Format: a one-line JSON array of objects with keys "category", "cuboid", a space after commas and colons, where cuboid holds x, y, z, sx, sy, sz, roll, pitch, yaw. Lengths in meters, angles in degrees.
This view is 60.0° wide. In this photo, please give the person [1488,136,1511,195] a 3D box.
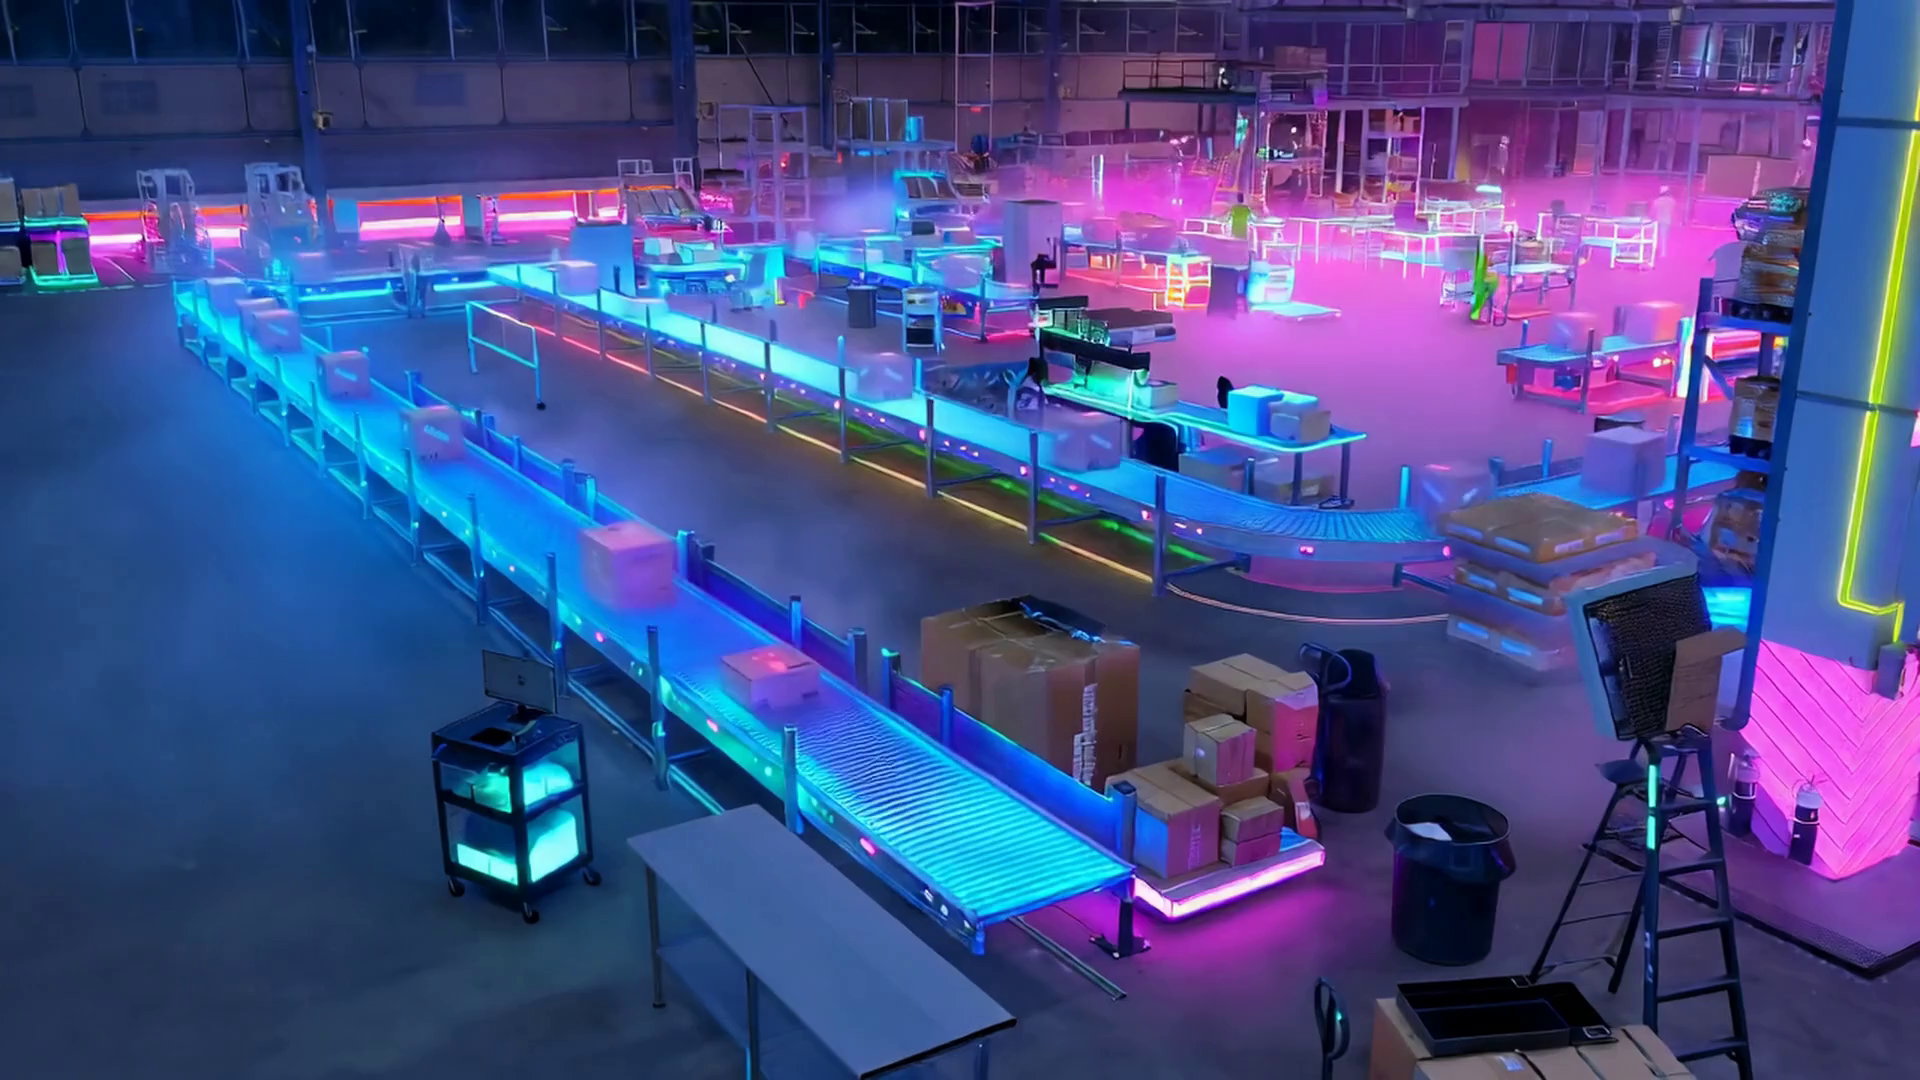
[{"category": "person", "cuboid": [18.054, -12.523, 55.534, 0.542, 1.920, 0.782, -15, 22, -41]}]

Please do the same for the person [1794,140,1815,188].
[{"category": "person", "cuboid": [26.235, -11.366, 51.529, 0.970, 1.997, 0.632, 3, 17, 10]}]

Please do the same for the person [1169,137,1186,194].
[{"category": "person", "cuboid": [7.262, -12.455, 55.383, 0.620, 1.867, 0.416, 8, 19, 26]}]

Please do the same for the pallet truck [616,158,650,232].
[{"category": "pallet truck", "cuboid": [-8.918, -9.176, 44.255, 0.823, 1.965, 1.885, -9, 19, -27]}]

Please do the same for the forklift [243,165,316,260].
[{"category": "forklift", "cuboid": [-15.898, -7.669, 38.708, 1.157, 1.987, 2.680, -11, 20, -33]}]

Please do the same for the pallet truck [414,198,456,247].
[{"category": "pallet truck", "cuboid": [-13.250, -8.060, 41.856, 0.680, 1.201, 1.601, -10, 20, -31]}]

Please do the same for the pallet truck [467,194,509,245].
[{"category": "pallet truck", "cuboid": [-11.983, -8.177, 42.137, 0.704, 1.261, 1.522, -11, 20, -33]}]

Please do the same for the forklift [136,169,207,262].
[{"category": "forklift", "cuboid": [-17.842, -7.318, 37.559, 1.157, 1.987, 2.680, -10, 20, -31]}]

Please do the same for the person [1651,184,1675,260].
[{"category": "person", "cuboid": [16.387, -7.418, 38.829, 0.519, 1.741, 0.527, -4, 17, -14]}]

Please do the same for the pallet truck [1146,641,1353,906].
[{"category": "pallet truck", "cuboid": [1.664, 1.407, 10.232, 1.630, 1.274, 0.653, -10, 20, -31]}]

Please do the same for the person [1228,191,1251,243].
[{"category": "person", "cuboid": [6.009, -6.550, 35.736, 0.535, 1.868, 0.309, 9, 19, 28]}]

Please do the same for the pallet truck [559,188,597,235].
[{"category": "pallet truck", "cuboid": [-10.010, -8.652, 43.699, 0.653, 1.274, 1.630, -10, 20, -31]}]

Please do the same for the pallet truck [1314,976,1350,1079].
[{"category": "pallet truck", "cuboid": [2.299, 2.390, 7.086, 1.601, 1.201, 0.680, -2, 17, -7]}]

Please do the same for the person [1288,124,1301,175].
[{"category": "person", "cuboid": [12.697, -14.920, 63.545, 0.575, 1.898, 0.792, 5, 17, 16]}]

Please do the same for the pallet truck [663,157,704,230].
[{"category": "pallet truck", "cuboid": [-7.586, -9.308, 44.692, 0.823, 1.965, 1.885, -11, 20, -33]}]
